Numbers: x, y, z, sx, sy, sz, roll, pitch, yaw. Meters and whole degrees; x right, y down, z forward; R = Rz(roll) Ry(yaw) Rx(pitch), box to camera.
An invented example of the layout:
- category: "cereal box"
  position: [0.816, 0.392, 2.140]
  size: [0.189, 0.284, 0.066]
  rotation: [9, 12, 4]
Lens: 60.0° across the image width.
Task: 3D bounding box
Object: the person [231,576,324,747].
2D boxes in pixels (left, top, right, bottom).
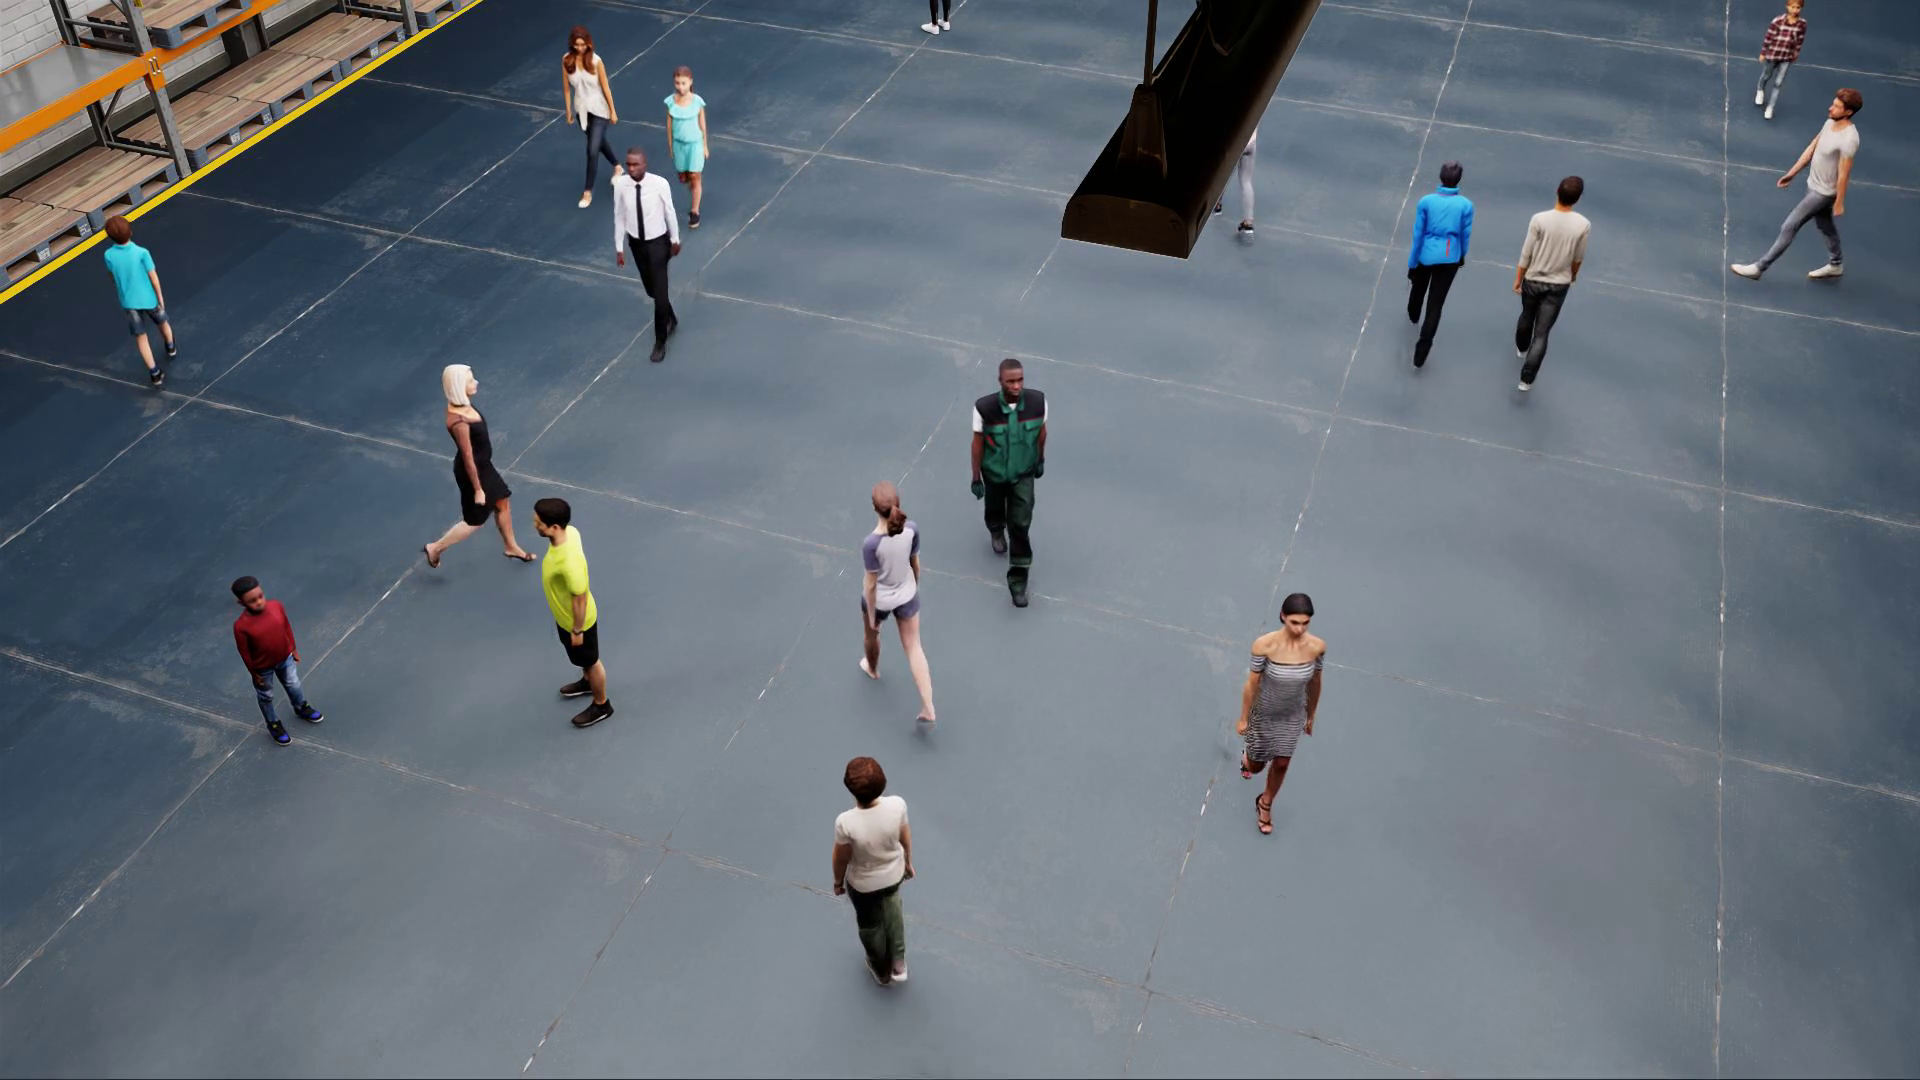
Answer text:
- category: "person"
  position: [-4.336, 0.723, 10.428]
  size: [0.610, 1.253, 0.502]
  rotation: [26, 45, 28]

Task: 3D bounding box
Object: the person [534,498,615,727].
- category: "person"
  position: [-2.423, 0.418, 10.446]
  size: [0.757, 1.708, 0.685]
  rotation: [-14, 41, -17]

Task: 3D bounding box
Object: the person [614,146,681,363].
- category: "person"
  position: [-2.587, -2.511, 14.031]
  size: [0.783, 1.809, 1.037]
  rotation: [6, 39, 7]

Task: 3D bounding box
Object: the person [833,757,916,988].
- category: "person"
  position: [-0.414, 1.816, 8.740]
  size: [0.756, 1.651, 0.816]
  rotation: [-16, 41, -19]

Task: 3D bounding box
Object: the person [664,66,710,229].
- category: "person"
  position: [-2.572, -3.788, 15.838]
  size: [0.686, 1.551, 0.907]
  rotation: [3, 39, 4]

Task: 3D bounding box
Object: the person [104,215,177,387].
- category: "person"
  position: [-6.743, -1.944, 13.640]
  size: [0.894, 1.411, 1.003]
  rotation: [-12, 40, -15]

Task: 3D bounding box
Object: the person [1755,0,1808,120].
- category: "person"
  position: [8.801, -5.240, 17.878]
  size: [0.538, 1.273, 0.890]
  rotation: [12, 40, 15]

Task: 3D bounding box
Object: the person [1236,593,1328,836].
- category: "person"
  position: [1.822, 0.965, 9.679]
  size: [0.770, 1.809, 0.856]
  rotation: [-3, 39, -3]

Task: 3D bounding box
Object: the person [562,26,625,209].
- category: "person"
  position: [-3.546, -4.186, 16.190]
  size: [0.593, 1.732, 1.076]
  rotation: [11, 40, 13]

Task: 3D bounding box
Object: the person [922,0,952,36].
- category: "person"
  position: [-0.273, -6.827, 19.490]
  size: [0.627, 1.742, 0.730]
  rotation: [-26, 45, -28]

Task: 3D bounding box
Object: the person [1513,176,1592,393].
- category: "person"
  position: [4.750, -2.023, 13.456]
  size: [0.645, 1.764, 1.180]
  rotation: [12, 40, 15]

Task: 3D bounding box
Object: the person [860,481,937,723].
- category: "person"
  position: [-0.385, 0.415, 10.427]
  size: [1.079, 1.735, 1.142]
  rotation: [-16, 41, -19]

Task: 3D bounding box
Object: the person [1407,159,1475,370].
- category: "person"
  position: [3.932, -2.240, 13.747]
  size: [0.603, 1.740, 1.169]
  rotation: [12, 40, 15]

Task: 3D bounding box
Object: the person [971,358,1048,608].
- category: "person"
  position: [0.310, -0.509, 11.543]
  size: [1.093, 1.786, 1.325]
  rotation: [-6, 39, -7]

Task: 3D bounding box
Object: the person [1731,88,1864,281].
- category: "person"
  position: [7.725, -3.082, 14.722]
  size: [0.870, 1.840, 1.235]
  rotation: [5, 39, 6]

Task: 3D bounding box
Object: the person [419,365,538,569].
- category: "person"
  position: [-3.446, -0.446, 11.514]
  size: [0.978, 1.724, 1.046]
  rotation: [-6, 39, -7]
